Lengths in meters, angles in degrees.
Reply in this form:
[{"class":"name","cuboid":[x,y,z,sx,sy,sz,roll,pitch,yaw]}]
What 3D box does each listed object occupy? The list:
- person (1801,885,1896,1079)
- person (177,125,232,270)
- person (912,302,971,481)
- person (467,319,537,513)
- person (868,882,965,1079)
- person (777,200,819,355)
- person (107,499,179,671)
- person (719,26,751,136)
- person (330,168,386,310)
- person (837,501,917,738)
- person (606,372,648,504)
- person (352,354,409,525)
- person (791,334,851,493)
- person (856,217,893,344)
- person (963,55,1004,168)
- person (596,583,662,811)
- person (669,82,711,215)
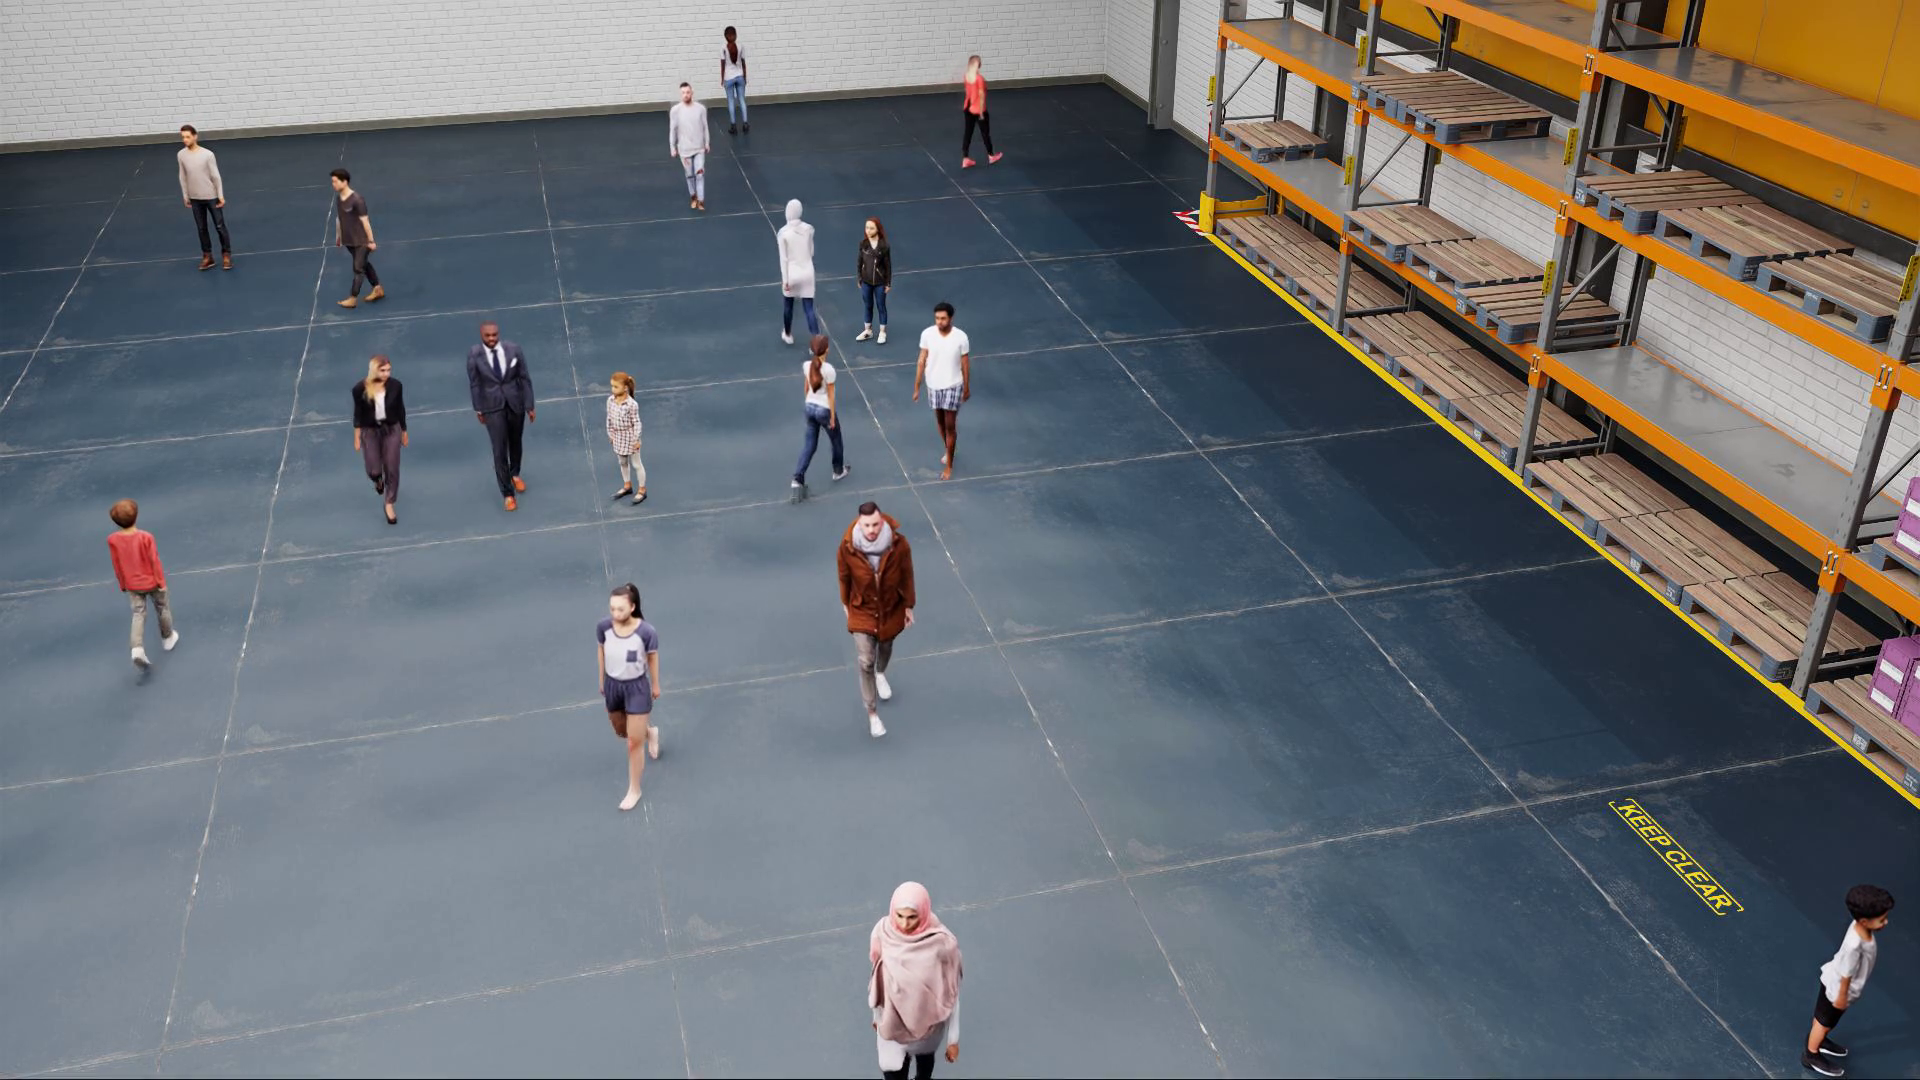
[{"class":"person","cuboid":[4.971,2.459,9.362,0.619,1.256,0.569,20,35,32]},{"class":"person","cuboid":[-9.669,-4.392,21.286,0.701,1.866,0.616,-2,29,-4]},{"class":"person","cuboid":[-0.123,-1.527,16.200,0.922,1.707,1.021,10,30,17]},{"class":"person","cuboid":[-4.297,-1.254,15.612,0.822,1.791,1.137,-13,31,-22]},{"class":"person","cuboid":[-0.228,2.497,8.776,0.935,1.751,1.241,3,29,5]},{"class":"person","cuboid":[-1.772,-2.912,18.705,0.663,1.739,1.090,-11,30,-19]},{"class":"person","cuboid":[-6.450,0.354,13.075,0.602,1.397,0.894,-3,29,-5]},{"class":"person","cuboid":[-3.687,-7.513,27.159,0.619,1.720,0.562,-12,31,-21]},{"class":"person","cuboid":[-7.252,-3.684,20.177,1.027,1.685,1.038,20,35,33]},{"class":"person","cuboid":[-0.629,0.499,12.406,0.686,1.782,1.110,-7,29,-13]},{"class":"person","cuboid":[-3.130,-0.985,15.621,0.598,1.310,0.660,16,32,26]},{"class":"person","cuboid":[-5.303,-0.953,15.217,0.749,1.640,0.851,-11,30,-19]},{"class":"person","cuboid":[-1.366,-1.171,15.736,1.011,1.526,1.050,15,32,26]},{"class":"person","cuboid":[-0.981,-3.003,19.140,0.643,1.483,0.675,10,30,18]},{"class":"person","cuboid":[0.167,-6.519,25.387,0.941,1.672,0.976,-23,36,-36]},{"class":"person","cuboid":[-2.286,1.024,11.607,0.928,1.627,1.068,9,30,16]},{"class":"person","cuboid":[-3.800,-5.551,23.479,0.773,1.800,1.102,-5,29,-9]}]
